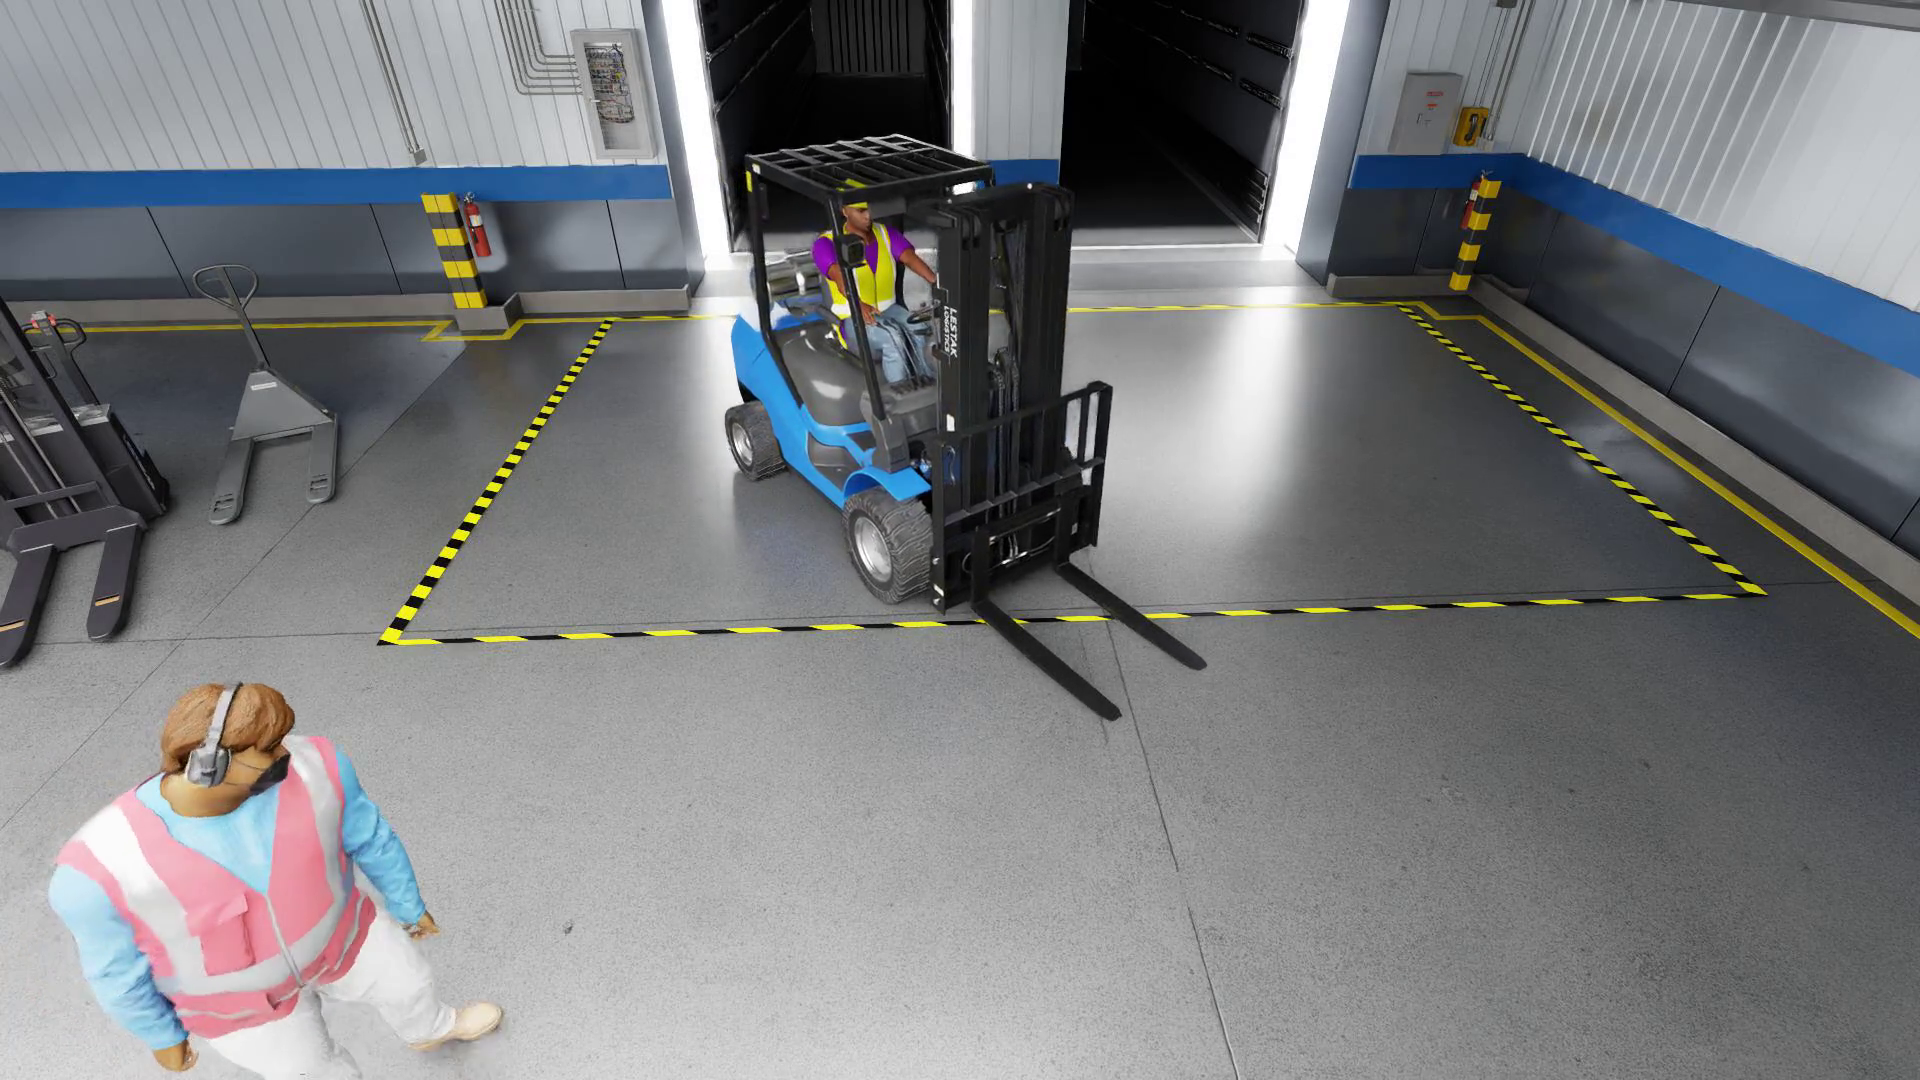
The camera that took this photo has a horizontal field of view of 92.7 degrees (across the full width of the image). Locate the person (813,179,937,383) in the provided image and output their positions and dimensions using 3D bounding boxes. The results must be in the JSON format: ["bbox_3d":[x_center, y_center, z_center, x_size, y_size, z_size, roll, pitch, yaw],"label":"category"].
[{"bbox_3d":[-0.404,-1.333,5.266,0.630,1.294,1.004,-22,41,-29],"label":"person"}]

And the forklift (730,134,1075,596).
[{"bbox_3d":[-0.430,-1.210,5.418,1.157,2.036,2.680,-22,41,-29],"label":"forklift"}]

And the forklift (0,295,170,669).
[{"bbox_3d":[-5.212,-0.618,4.878,0.823,1.965,1.885,-20,39,-26],"label":"forklift"}]

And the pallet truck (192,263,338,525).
[{"bbox_3d":[-4.778,-1.027,6.128,0.680,1.201,1.601,-17,38,-23],"label":"pallet truck"}]

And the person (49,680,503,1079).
[{"bbox_3d":[-1.812,1.144,2.525,0.432,1.807,0.699,24,41,30],"label":"person"}]
